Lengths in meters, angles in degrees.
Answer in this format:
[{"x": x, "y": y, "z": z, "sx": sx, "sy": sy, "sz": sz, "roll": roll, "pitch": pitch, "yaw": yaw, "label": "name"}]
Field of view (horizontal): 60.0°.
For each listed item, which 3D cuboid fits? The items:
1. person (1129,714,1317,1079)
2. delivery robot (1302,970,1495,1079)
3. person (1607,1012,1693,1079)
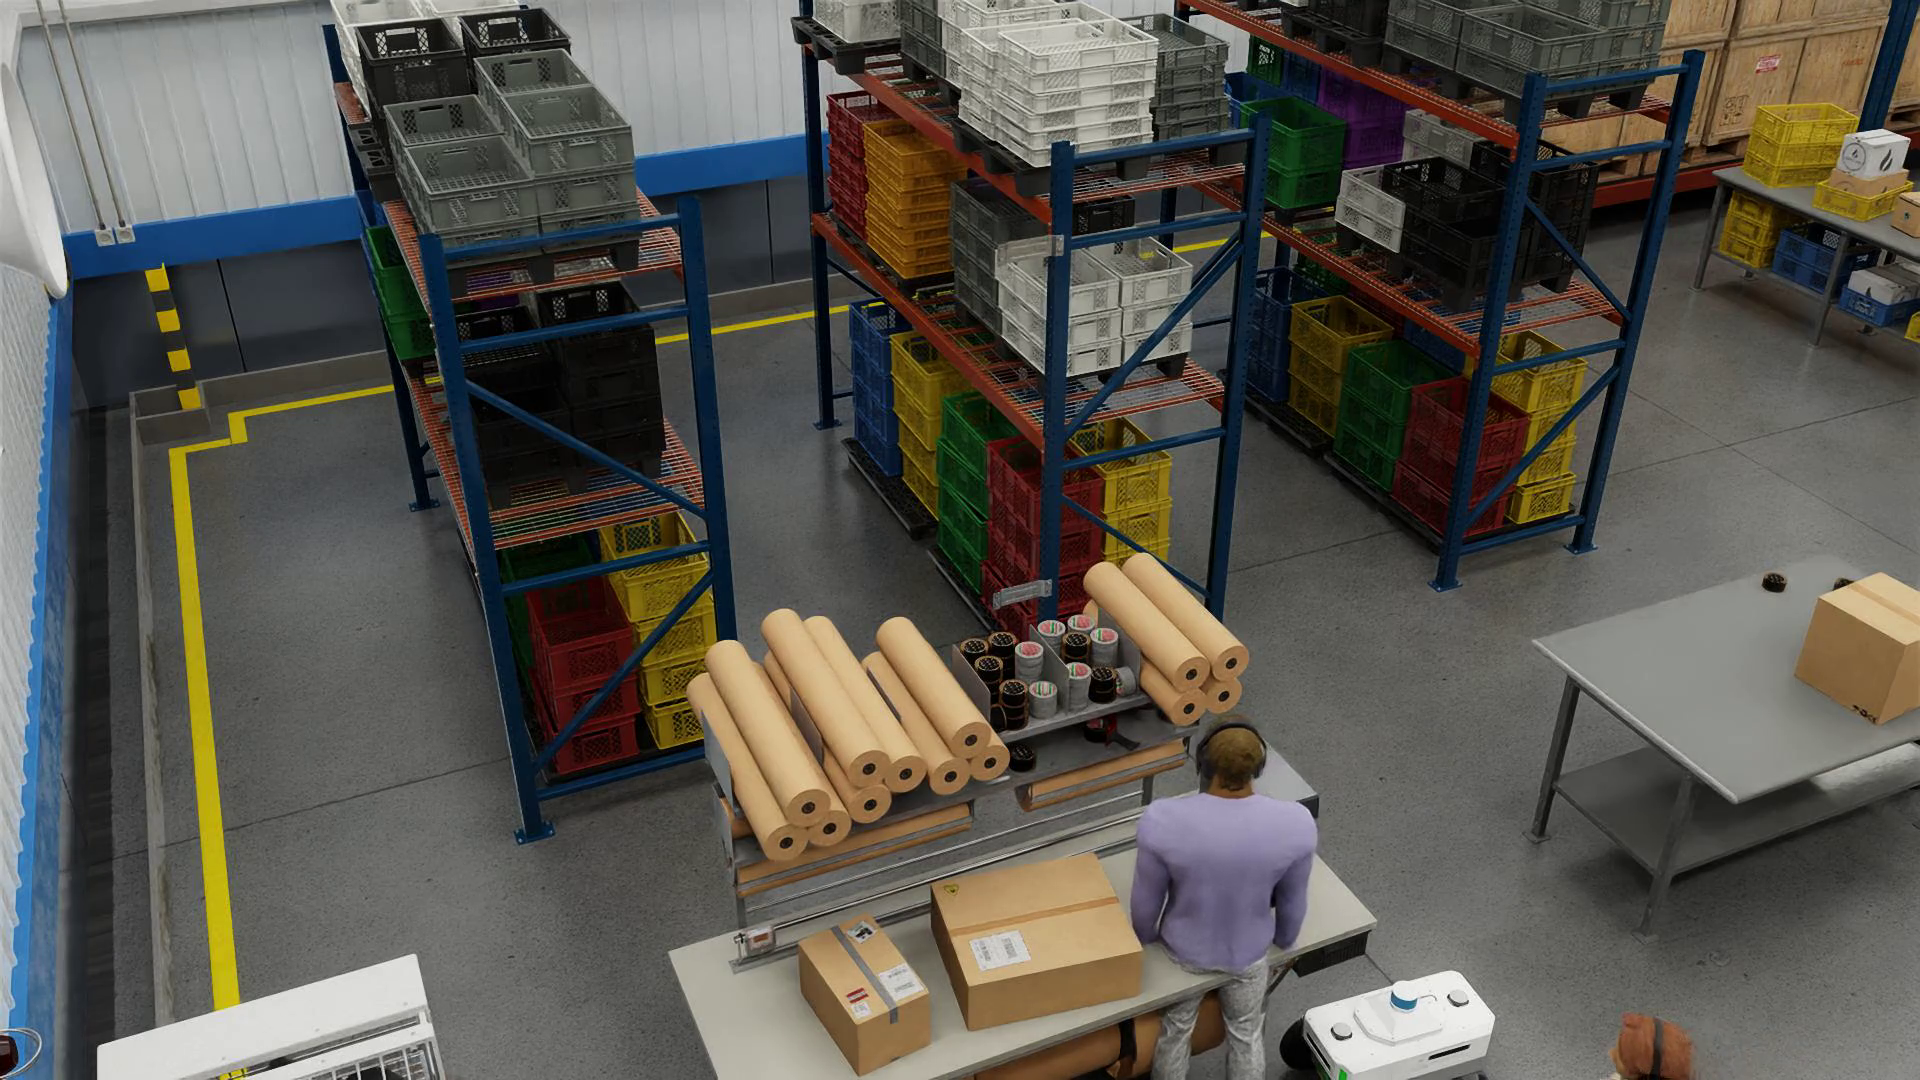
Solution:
[{"x": 0.920, "y": 1.448, "z": 6.024, "sx": 0.629, "sy": 1.931, "sz": 0.367, "roll": 1, "pitch": 32, "yaw": 2, "label": "person"}, {"x": 1.702, "y": 1.921, "z": 6.470, "sx": 0.707, "sy": 0.478, "sz": 0.477, "roll": -10, "pitch": 33, "yaw": -16, "label": "delivery robot"}, {"x": 2.030, "y": 2.084, "z": 5.269, "sx": 0.394, "sy": 1.628, "sz": 0.558, "roll": 15, "pitch": 35, "yaw": 23, "label": "person"}]
